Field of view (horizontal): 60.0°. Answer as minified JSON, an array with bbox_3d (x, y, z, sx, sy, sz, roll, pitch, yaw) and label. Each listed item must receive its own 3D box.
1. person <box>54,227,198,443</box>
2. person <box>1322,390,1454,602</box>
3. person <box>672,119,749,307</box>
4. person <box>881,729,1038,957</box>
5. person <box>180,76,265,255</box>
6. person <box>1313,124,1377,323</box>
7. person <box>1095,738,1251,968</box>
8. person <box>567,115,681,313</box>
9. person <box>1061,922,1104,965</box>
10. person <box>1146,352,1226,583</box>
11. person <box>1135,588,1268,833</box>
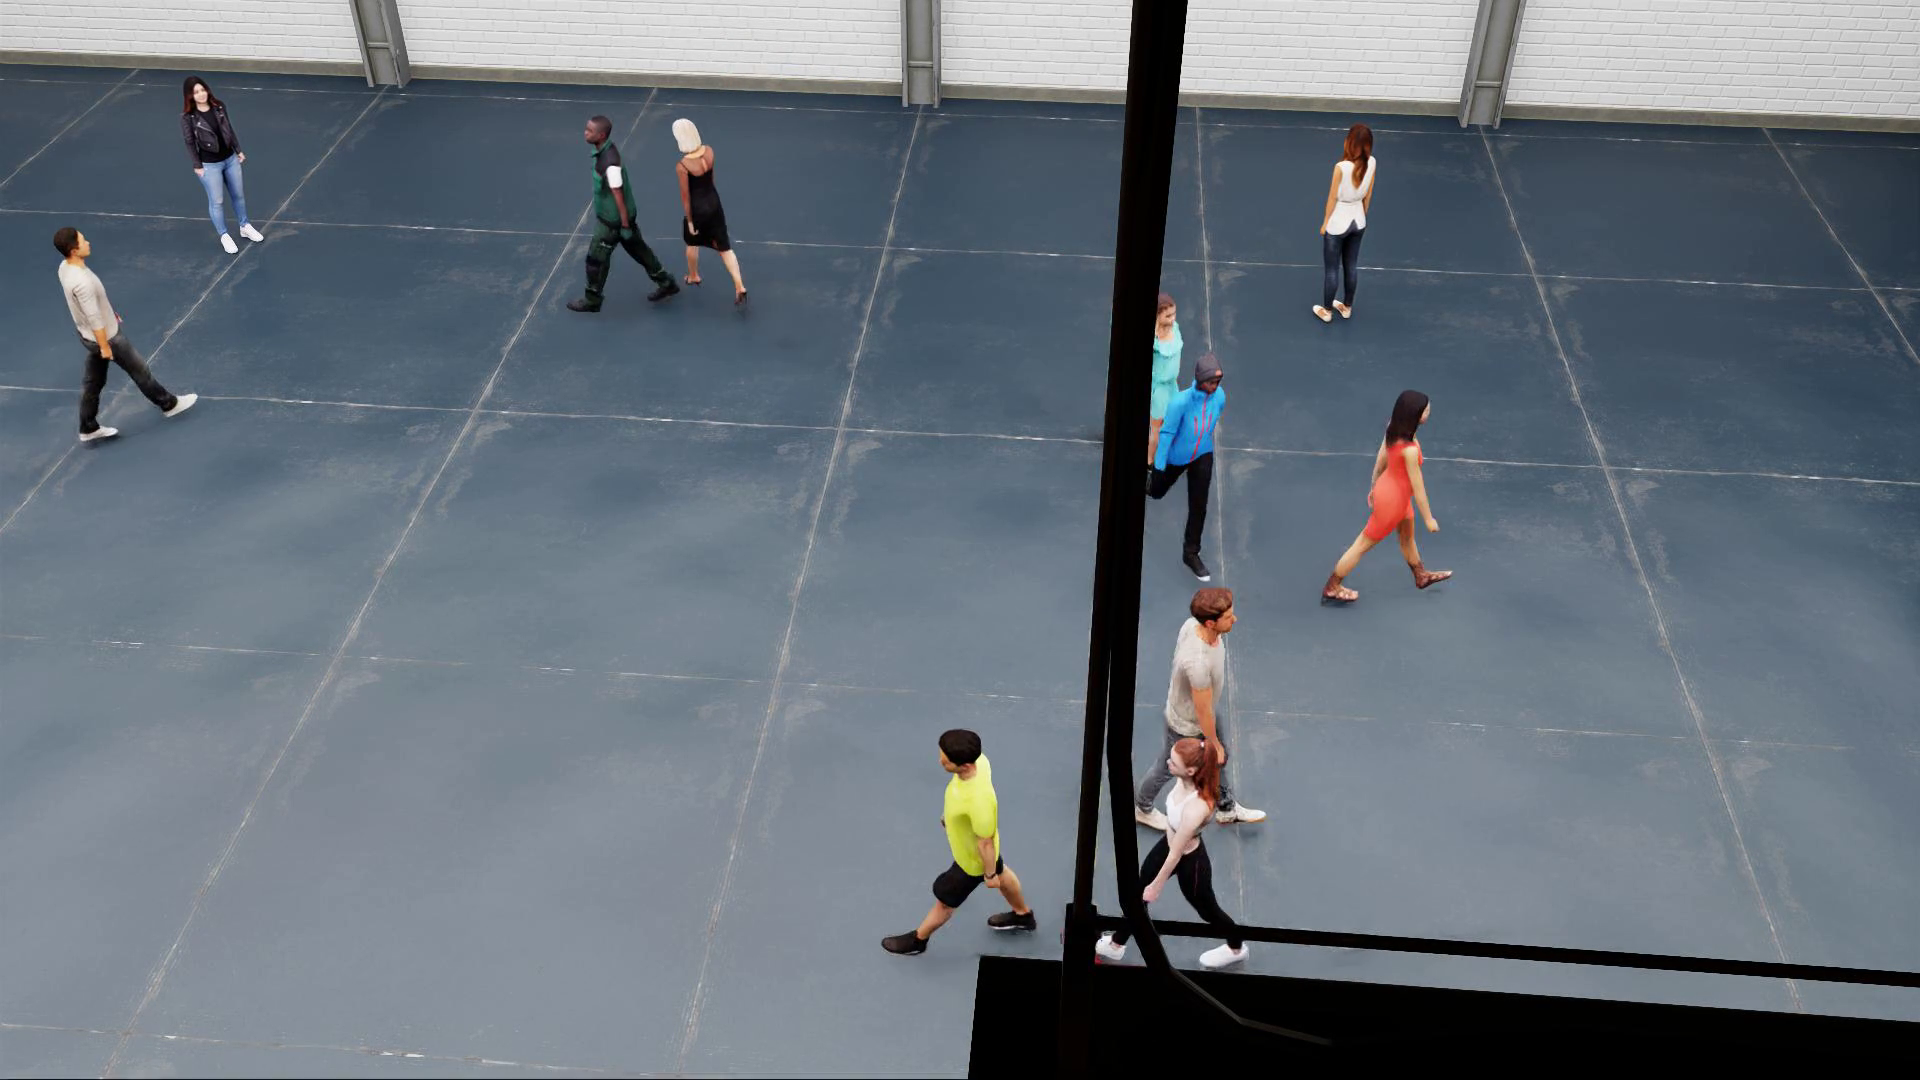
[{"bbox_3d":[-6.675,-1.538,12.725,1.198,1.772,1.159,-29,47,-31],"label":"person"},{"bbox_3d":[2.805,-0.224,11.170,1.178,1.658,0.716,-1,39,-1],"label":"person"},{"bbox_3d":[-2.147,-2.783,14.343,1.056,1.698,1.156,-30,47,-32],"label":"person"},{"bbox_3d":[0.151,1.613,8.875,1.176,1.653,0.822,-3,39,-4],"label":"person"},{"bbox_3d":[-6.810,-3.463,15.246,0.735,1.635,0.723,25,45,28],"label":"person"},{"bbox_3d":[3.290,-2.678,14.144,0.609,1.784,0.716,-16,41,-19],"label":"person"},{"bbox_3d":[1.266,1.710,8.721,1.192,1.692,0.667,0,39,1],"label":"person"},{"bbox_3d":[-2.861,-2.769,14.250,1.311,1.792,0.955,-9,39,-11],"label":"person"},{"bbox_3d":[0.716,2.338,8.308,0.812,1.227,0.695,-18,42,-21],"label":"person"},{"bbox_3d":[1.517,-0.625,11.602,1.263,1.746,1.097,-13,41,-16],"label":"person"},{"bbox_3d":[1.227,0.995,9.480,1.072,1.862,0.781,11,40,14],"label":"person"}]
